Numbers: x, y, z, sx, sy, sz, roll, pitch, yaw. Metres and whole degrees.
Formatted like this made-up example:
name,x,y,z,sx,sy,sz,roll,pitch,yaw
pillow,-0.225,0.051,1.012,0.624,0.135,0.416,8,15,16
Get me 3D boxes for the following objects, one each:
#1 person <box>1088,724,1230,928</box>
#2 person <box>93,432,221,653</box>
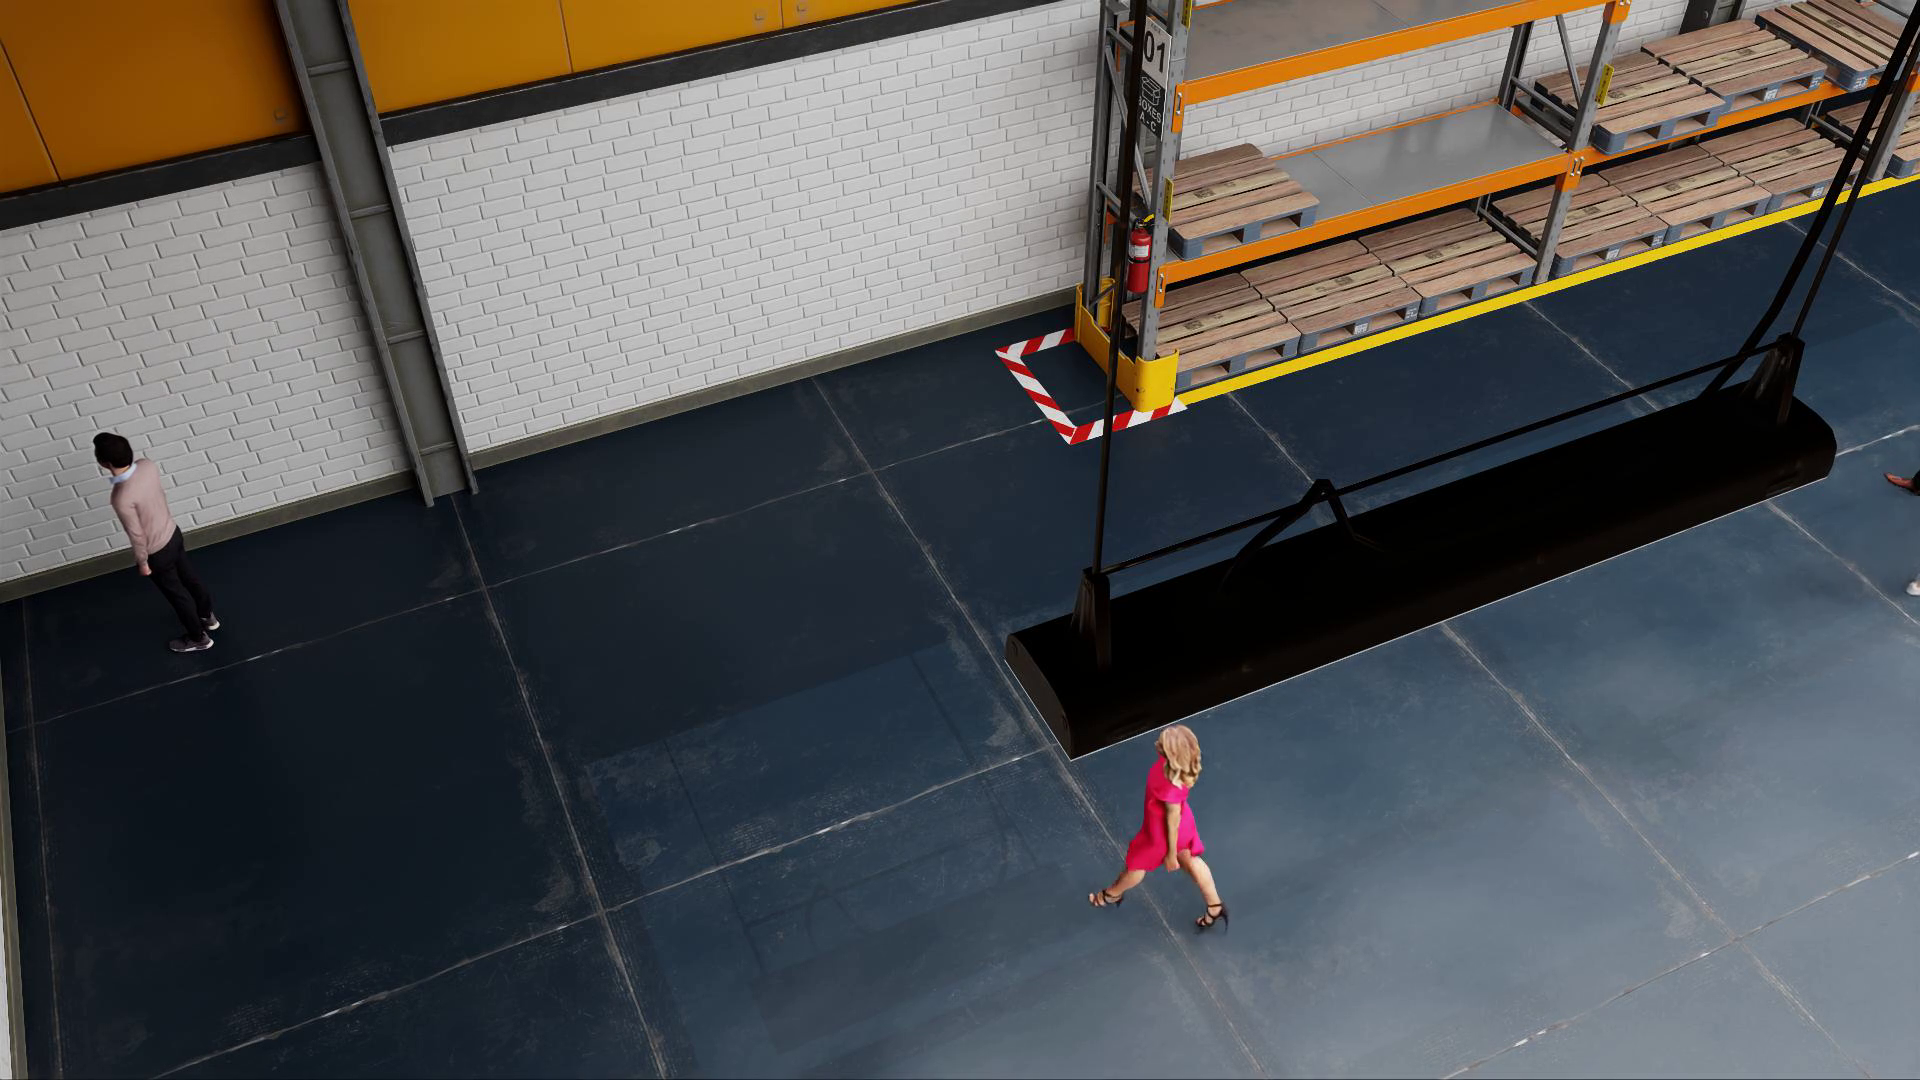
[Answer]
name,x,y,z,sx,sy,sz,roll,pitch,yaw
person,1.252,1.641,9.301,1.107,1.679,1.008,11,45,11
person,-5.277,0.009,10.920,0.708,1.809,0.708,2,44,2
